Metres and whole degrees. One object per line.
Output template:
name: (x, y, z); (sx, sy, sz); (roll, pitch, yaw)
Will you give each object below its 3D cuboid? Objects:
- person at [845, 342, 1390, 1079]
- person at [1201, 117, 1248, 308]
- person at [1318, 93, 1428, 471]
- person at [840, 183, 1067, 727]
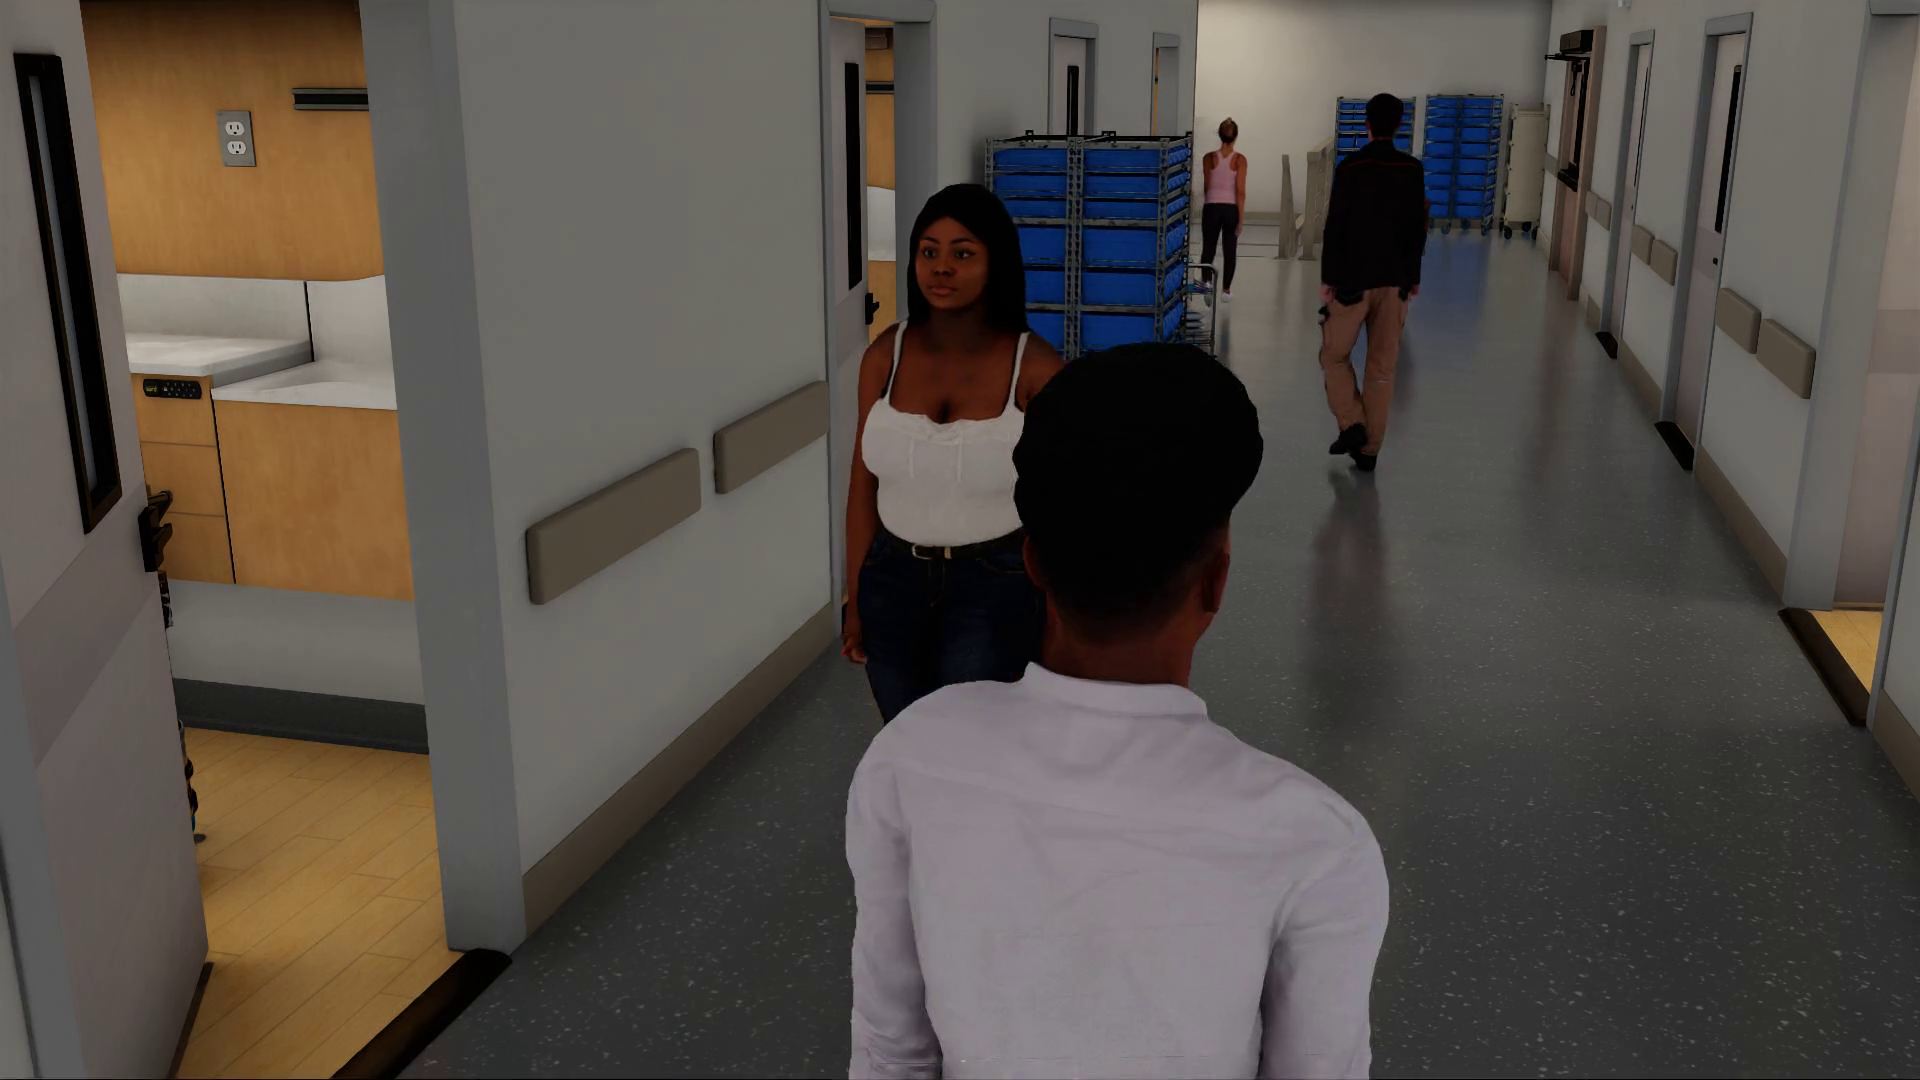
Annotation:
person: (0.082, 0.737, 1.520); (0.717, 1.807, 0.738); (7, 17, 24)
person: (2.271, -2.850, 14.576); (0.552, 1.626, 0.983); (4, 16, 13)
person: (2.123, -1.297, 8.534); (0.817, 1.916, 0.798); (-2, 16, -5)
person: (0.004, 0.138, 3.705); (0.720, 1.775, 1.193); (6, 17, 21)
